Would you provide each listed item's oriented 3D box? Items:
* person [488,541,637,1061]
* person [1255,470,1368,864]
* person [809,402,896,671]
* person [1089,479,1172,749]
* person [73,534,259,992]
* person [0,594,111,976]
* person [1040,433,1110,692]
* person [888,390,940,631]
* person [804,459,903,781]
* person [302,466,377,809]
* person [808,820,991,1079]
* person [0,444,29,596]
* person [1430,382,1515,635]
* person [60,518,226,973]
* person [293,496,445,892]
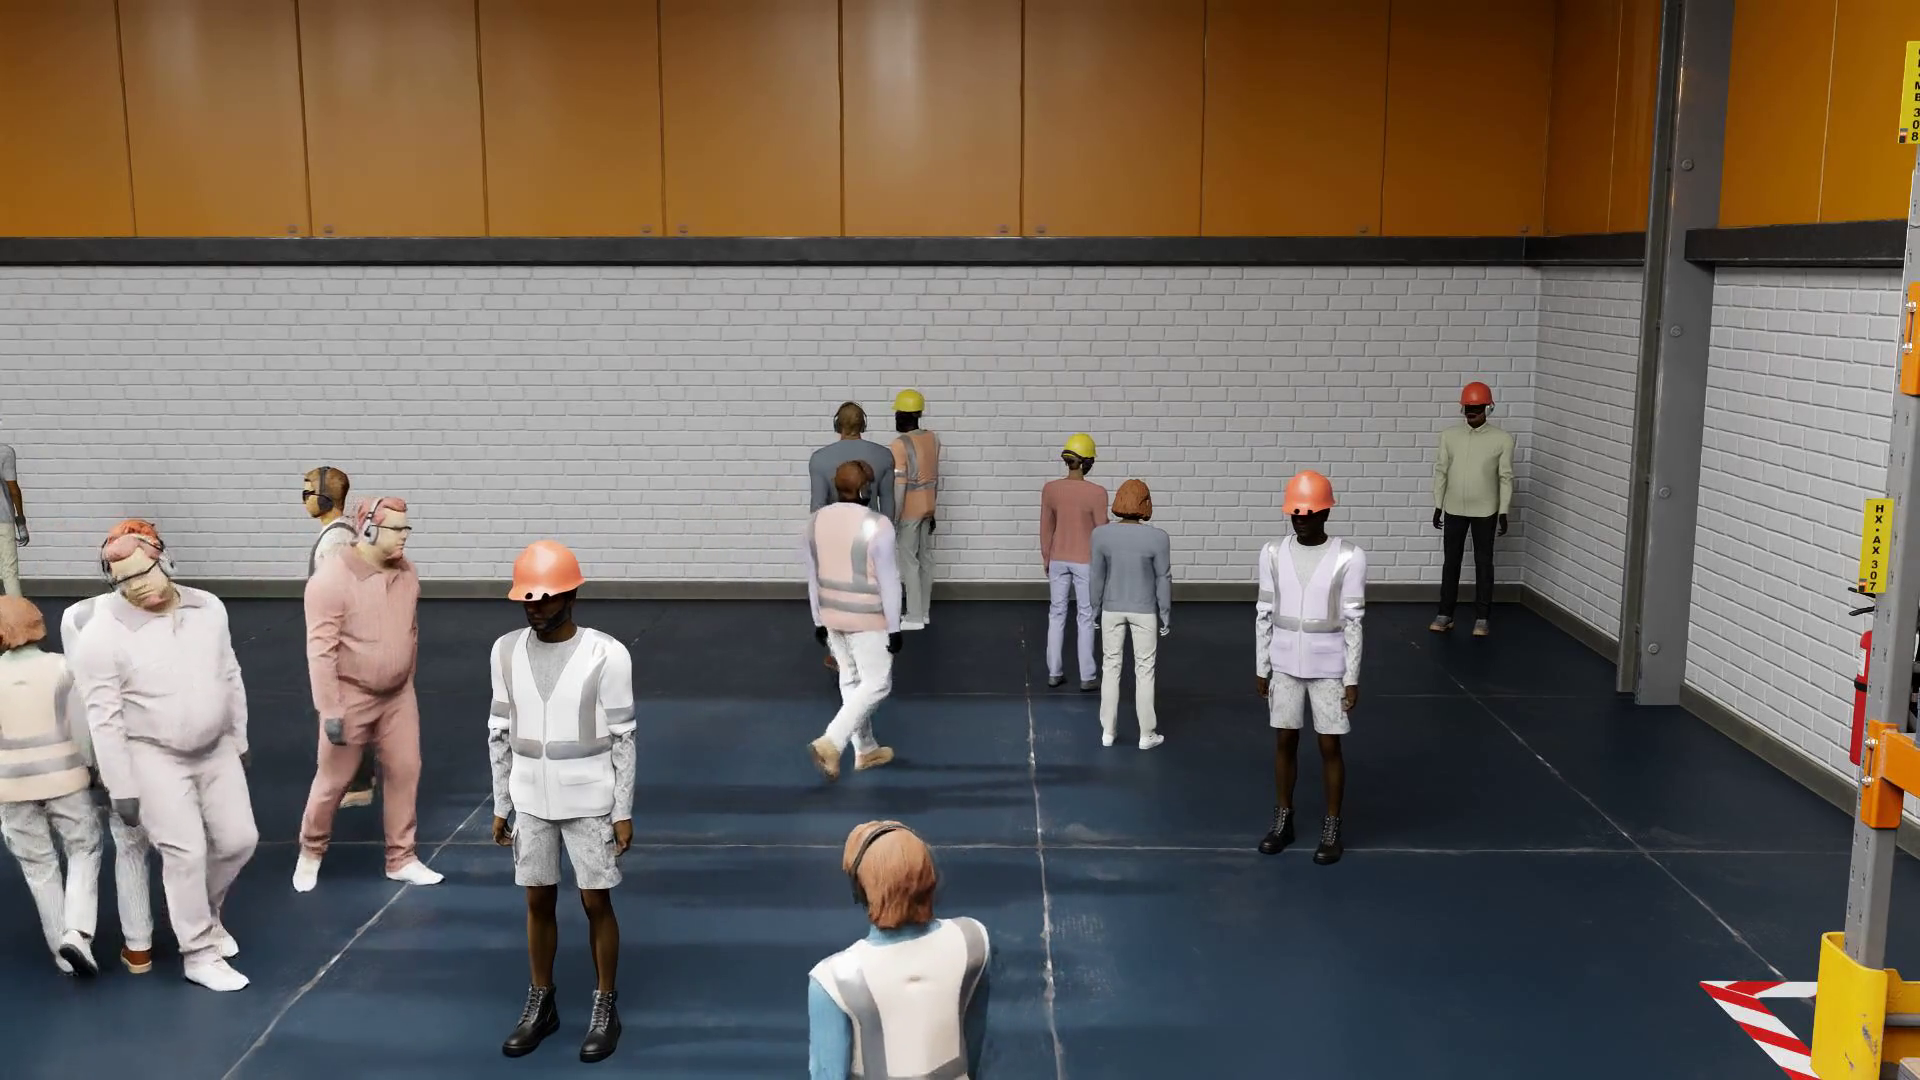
[{"bbox_3d":[-1.459,0.954,6.066,0.551,1.935,0.375,2,10,9],"label":"person"},{"bbox_3d":[1.689,0.617,8.115,0.542,1.933,0.382,5,11,28],"label":"person"},{"bbox_3d":[-0.772,-0.024,11.921,0.631,1.940,0.372,-3,10,-17],"label":"person"},{"bbox_3d":[1.026,0.444,10.027,0.507,1.632,0.265,3,10,20],"label":"person"},{"bbox_3d":[-3.106,0.889,6.650,0.478,1.867,0.669,5,11,28],"label":"person"},{"bbox_3d":[-3.693,1.014,6.678,0.525,1.614,0.469,-4,10,-24],"label":"person"},{"bbox_3d":[0.799,0.151,11.387,0.529,1.767,0.329,6,11,34],"label":"person"},{"bbox_3d":[-0.410,-0.225,13.235,0.452,1.923,0.618,6,11,31],"label":"person"},{"bbox_3d":[-0.613,0.456,9.379,0.637,1.826,0.698,8,12,38],"label":"person"},{"bbox_3d":[-3.338,0.519,8.950,0.330,1.844,0.520,-2,10,-12],"label":"person"},{"bbox_3d":[-0.147,1.460,4.071,0.528,1.593,0.881,-5,11,-27],"label":"person"},{"bbox_3d":[-7.396,-0.124,12.724,0.514,1.873,0.329,-1,10,-4],"label":"person"},{"bbox_3d":[4.023,-0.248,13.094,0.611,1.996,0.378,6,11,31],"label":"person"},{"bbox_3d":[-3.347,0.848,6.871,0.574,1.882,0.358,-4,10,-24],"label":"person"},{"bbox_3d":[-2.822,0.711,7.765,0.700,1.870,0.663,5,11,29],"label":"person"}]
